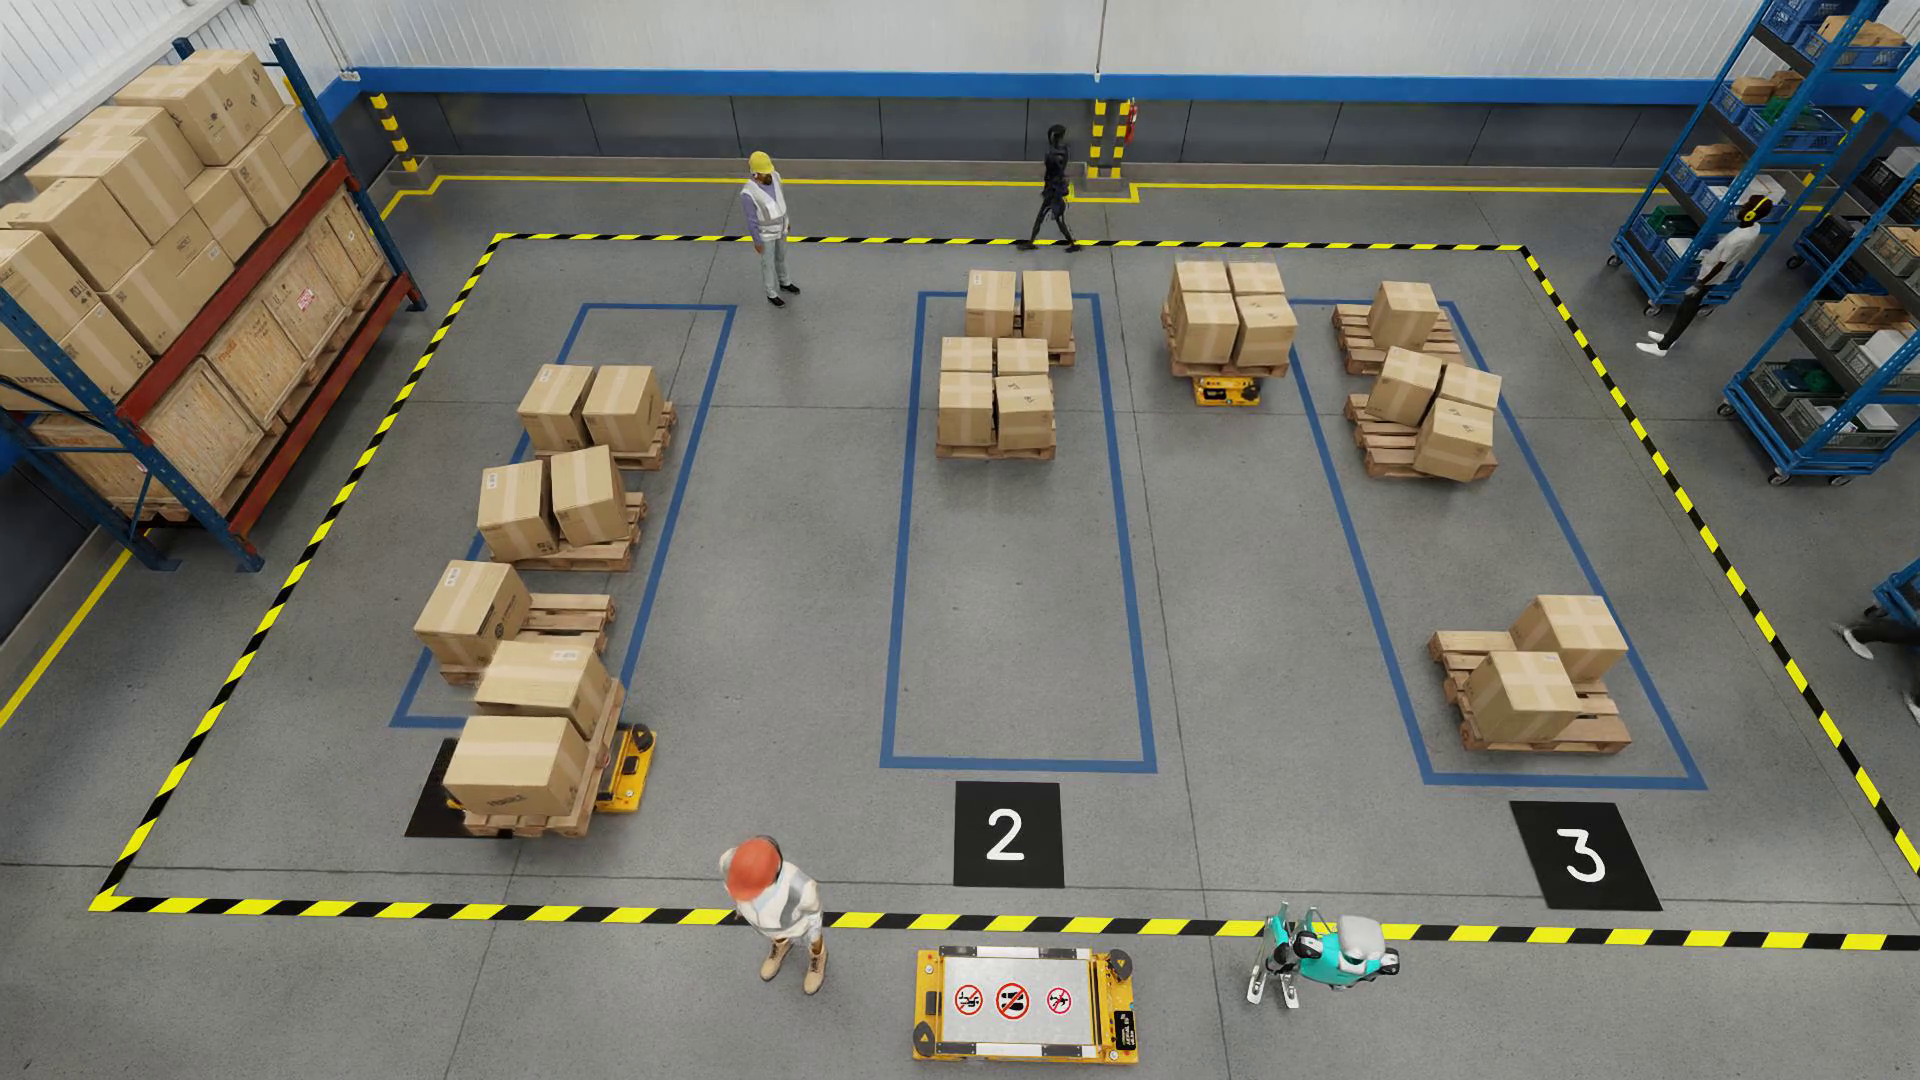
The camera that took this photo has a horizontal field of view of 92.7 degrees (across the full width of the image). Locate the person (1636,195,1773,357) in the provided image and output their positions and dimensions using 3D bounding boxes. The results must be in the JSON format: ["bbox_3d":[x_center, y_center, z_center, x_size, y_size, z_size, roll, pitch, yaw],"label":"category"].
[{"bbox_3d":[7.906,-2.779,9.718,0.507,1.872,0.329,-33,58,-24],"label":"person"}]

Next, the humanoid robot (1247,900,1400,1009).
[{"bbox_3d":[2.113,2.388,5.503,0.533,1.681,0.735,9,51,7],"label":"humanoid robot"}]

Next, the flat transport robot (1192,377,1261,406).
[{"bbox_3d":[2.865,-2.039,10.130,0.652,0.197,1.431,1,51,1],"label":"flat transport robot"}]

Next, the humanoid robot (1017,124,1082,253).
[{"bbox_3d":[1.134,-4.163,11.014,0.803,1.632,0.607,-8,51,-7],"label":"humanoid robot"}]

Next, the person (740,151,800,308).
[{"bbox_3d":[-2.121,-3.504,10.332,0.404,1.830,0.598,24,55,19],"label":"person"}]

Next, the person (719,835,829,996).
[{"bbox_3d":[-1.094,2.262,5.496,0.606,2.048,0.365,14,52,11],"label":"person"}]

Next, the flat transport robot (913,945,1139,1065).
[{"bbox_3d":[0.422,3.041,6.007,1.431,0.231,0.659,1,51,1],"label":"flat transport robot"}]

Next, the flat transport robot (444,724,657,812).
[{"bbox_3d":[-3.133,1.734,7.054,1.431,0.197,0.652,1,51,1],"label":"flat transport robot"}]

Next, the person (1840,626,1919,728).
[{"bbox_3d":[7.731,0.615,7.004,0.644,1.794,0.947,-4,51,-3],"label":"person"}]
